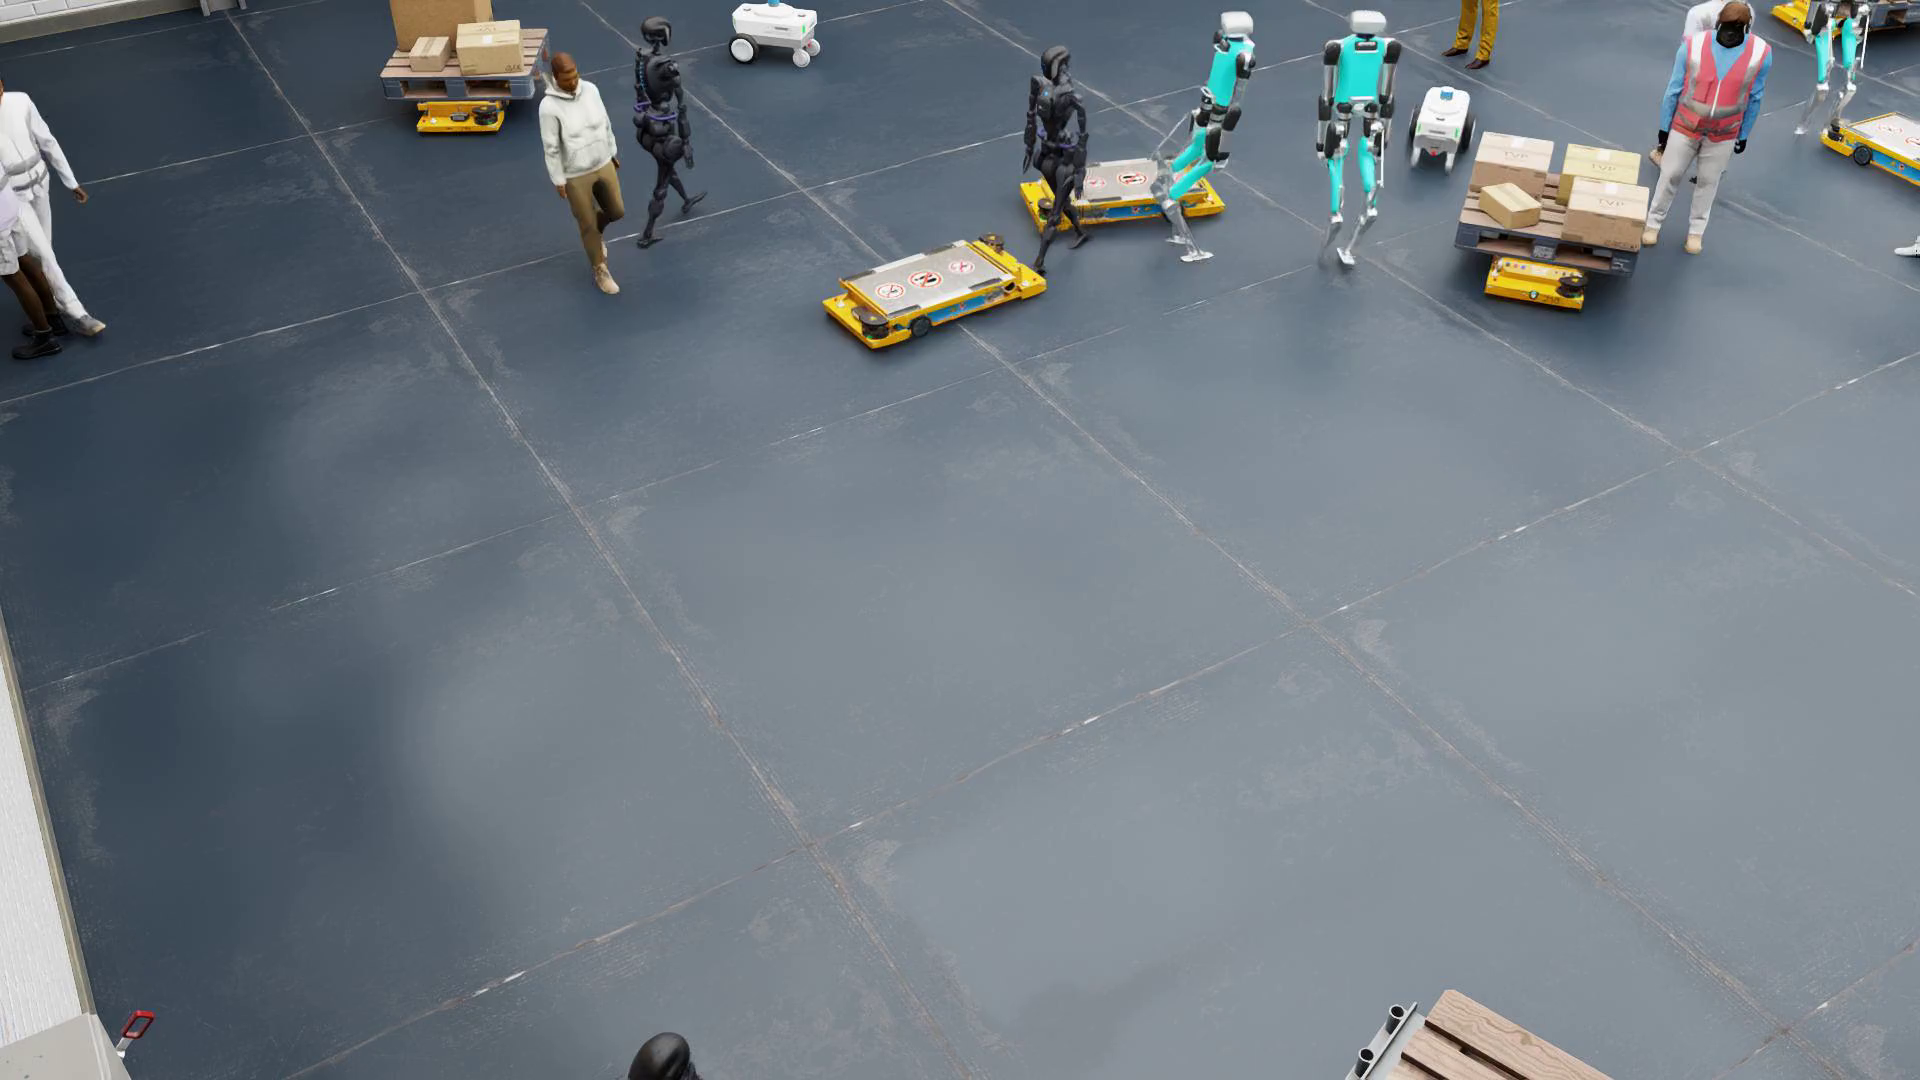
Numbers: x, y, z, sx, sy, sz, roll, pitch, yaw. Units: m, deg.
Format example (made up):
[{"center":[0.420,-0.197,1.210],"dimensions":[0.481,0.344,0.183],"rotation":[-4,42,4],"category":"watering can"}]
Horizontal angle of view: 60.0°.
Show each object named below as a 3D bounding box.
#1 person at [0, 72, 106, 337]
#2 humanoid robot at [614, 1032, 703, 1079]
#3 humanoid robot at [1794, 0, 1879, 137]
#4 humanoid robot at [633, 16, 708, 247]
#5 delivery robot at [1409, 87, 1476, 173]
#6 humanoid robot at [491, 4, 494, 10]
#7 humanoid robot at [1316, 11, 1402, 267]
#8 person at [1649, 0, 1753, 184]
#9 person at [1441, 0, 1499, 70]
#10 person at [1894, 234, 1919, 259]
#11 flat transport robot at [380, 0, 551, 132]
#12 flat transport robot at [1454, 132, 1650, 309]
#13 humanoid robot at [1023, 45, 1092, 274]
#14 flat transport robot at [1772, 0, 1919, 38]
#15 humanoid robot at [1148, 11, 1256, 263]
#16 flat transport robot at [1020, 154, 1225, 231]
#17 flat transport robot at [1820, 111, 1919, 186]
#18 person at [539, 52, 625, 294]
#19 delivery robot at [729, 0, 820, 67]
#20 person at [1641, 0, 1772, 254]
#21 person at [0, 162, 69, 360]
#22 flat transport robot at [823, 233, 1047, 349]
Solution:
[{"center":[-6.019,-2.228,10.825],"dimensions":[0.838,1.854,0.585],"rotation":[17,42,21],"category":"person"},{"center":[-0.877,2.189,5.422],"dimensions":[0.589,1.630,0.758],"rotation":[14,41,18],"category":"humanoid robot"},{"center":[7.025,-4.029,13.219],"dimensions":[0.538,1.809,0.729],"rotation":[3,39,4],"category":"humanoid robot"},{"center":[-2.108,-2.956,11.914],"dimensions":[0.757,1.627,0.590],"rotation":[-31,48,-33],"category":"humanoid robot"},{"center":[3.830,-3.316,13.230],"dimensions":[0.499,0.576,0.768],"rotation":[13,40,15],"category":"delivery robot"},{"center":[-4.723,-5.635,15.287],"dimensions":[0.601,1.636,0.611],"rotation":[-16,41,-19],"category":"humanoid robot"},{"center":[2.755,-2.660,11.500],"dimensions":[0.542,1.809,0.747],"rotation":[-4,39,-5],"category":"humanoid robot"},{"center":[5.687,-3.515,12.603],"dimensions":[0.553,1.660,0.705],"rotation":[-4,39,-5],"category":"person"},{"center":[4.527,-4.979,14.386],"dimensions":[0.343,1.747,0.529],"rotation":[-18,42,-21],"category":"person"},{"center":[7.116,-2.685,11.600],"dimensions":[0.593,1.597,0.514],"rotation":[4,39,5],"category":"person"},{"center":[-4.135,-3.843,14.141],"dimensions":[0.659,0.231,1.431],"rotation":[-1,38,-1],"category":"flat transport robot"},{"center":[4.208,-2.123,11.970],"dimensions":[0.659,0.231,1.431],"rotation":[13,40,16],"category":"flat transport robot"},{"center":[0.685,-2.673,11.579],"dimensions":[0.842,1.612,0.600],"rotation":[-30,47,-33],"category":"humanoid robot"},{"center":[8.422,-4.938,15.522],"dimensions":[1.431,0.231,0.659],"rotation":[-9,39,-11],"category":"flat transport robot"},{"center":[1.627,-2.800,11.631],"dimensions":[0.719,1.757,0.565],"rotation":[-9,39,-11],"category":"humanoid robot"},{"center":[1.225,-2.631,12.611],"dimensions":[1.431,0.231,0.659],"rotation":[-8,39,-10],"category":"flat transport robot"},{"center":[7.583,-2.990,13.064],"dimensions":[0.659,0.231,1.431],"rotation":[-18,42,-21],"category":"flat transport robot"},{"center":[-2.583,-2.517,11.280],"dimensions":[0.545,1.745,0.474],"rotation":[-29,47,-31],"category":"person"},{"center":[-1.647,-4.549,14.777],"dimensions":[0.745,0.565,0.499],"rotation":[10,39,12],"category":"delivery robot"},{"center":[5.231,-2.893,11.690],"dimensions":[0.628,1.835,0.431],"rotation":[13,40,16],"category":"person"},{"center":[-6.164,-2.050,10.536],"dimensions":[0.373,1.935,0.549],"rotation":[-6,39,-7],"category":"person"},{"center":[-0.168,-1.728,11.472],"dimensions":[1.431,0.231,0.659],"rotation":[-22,44,-26],"category":"flat transport robot"}]
